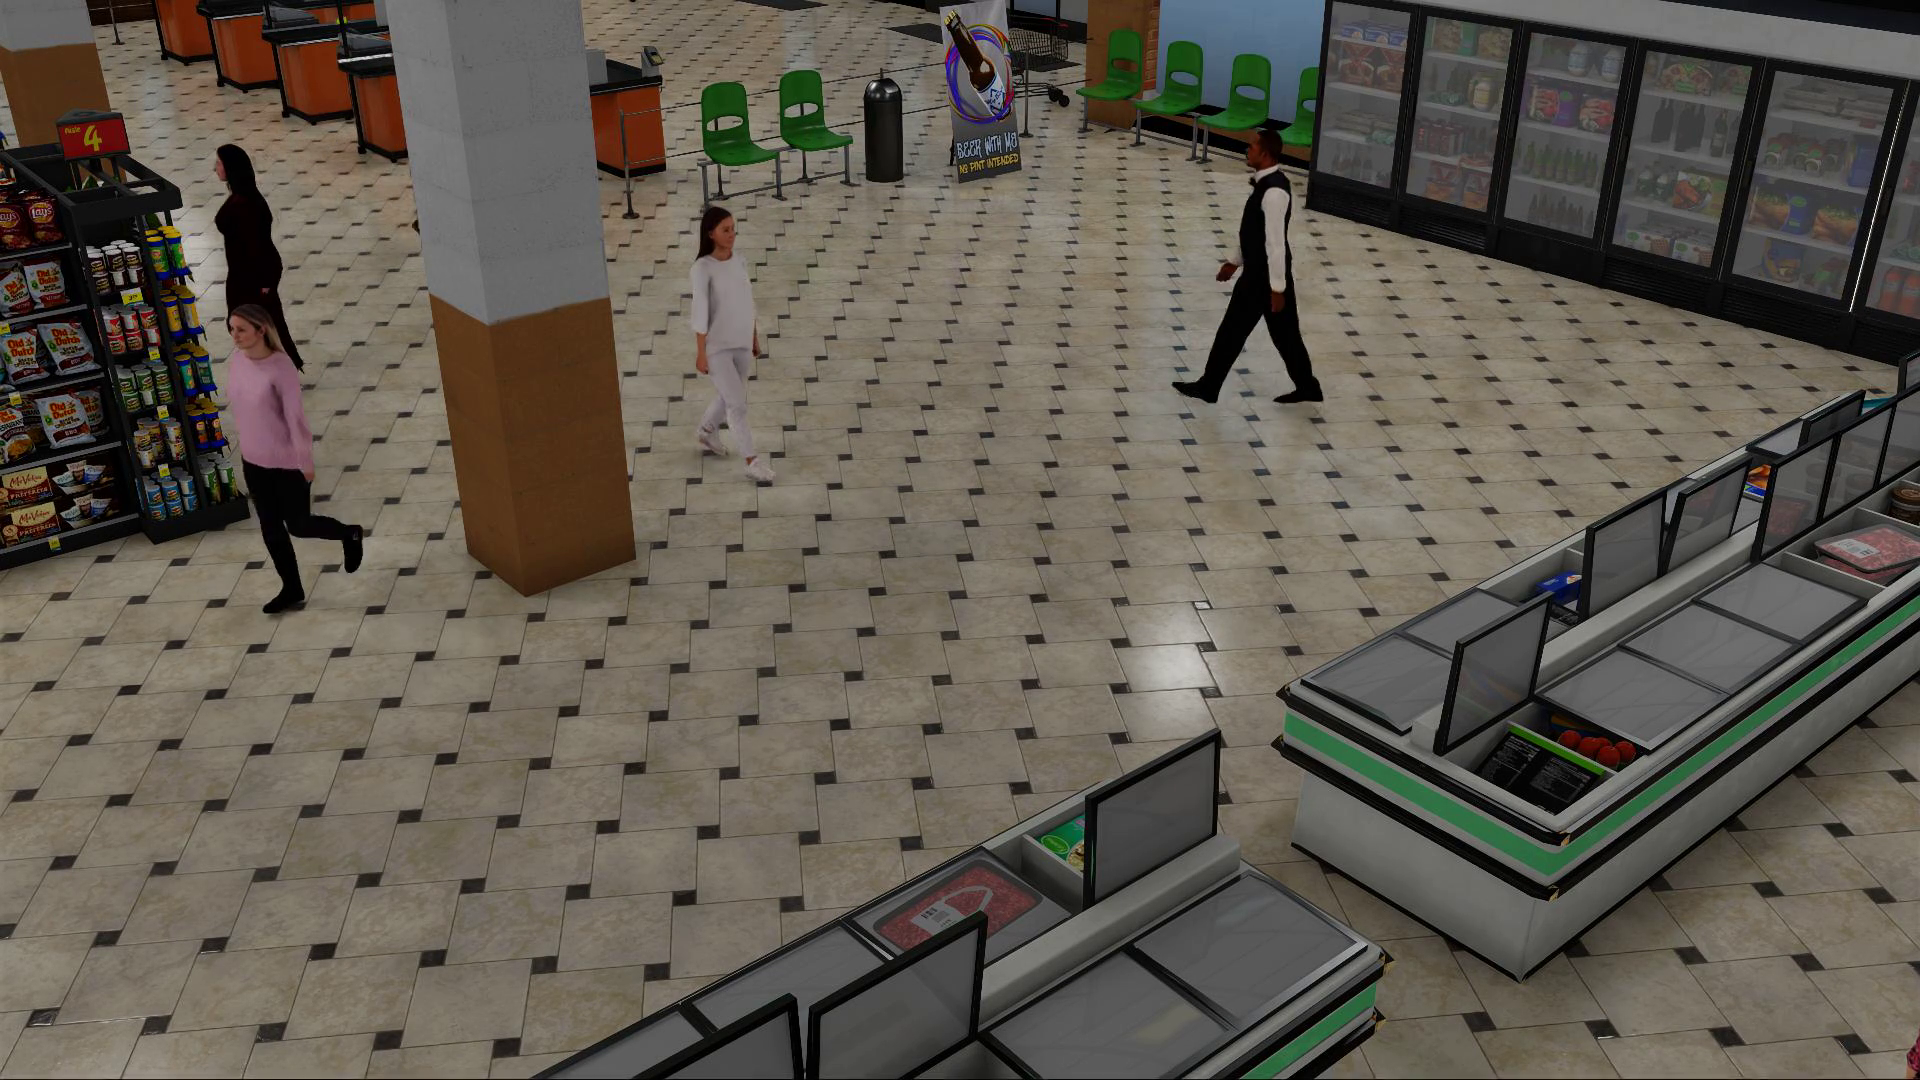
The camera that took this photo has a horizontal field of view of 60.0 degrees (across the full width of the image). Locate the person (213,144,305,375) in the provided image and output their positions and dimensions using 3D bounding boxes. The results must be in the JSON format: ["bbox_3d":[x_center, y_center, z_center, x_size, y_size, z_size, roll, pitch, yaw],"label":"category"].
[{"bbox_3d":[-4.685,-1.806,11.283,0.759,1.747,0.760,-12,29,-22],"label":"person"}]

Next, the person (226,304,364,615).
[{"bbox_3d":[-3.499,-0.449,8.690,0.816,1.672,0.979,13,30,24],"label":"person"}]

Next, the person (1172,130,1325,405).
[{"bbox_3d":[2.115,-1.735,11.006,1.240,1.871,1.289,7,28,13],"label":"person"}]

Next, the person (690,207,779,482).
[{"bbox_3d":[-1.477,-1.210,10.204,0.856,1.661,1.007,17,31,29],"label":"person"}]
